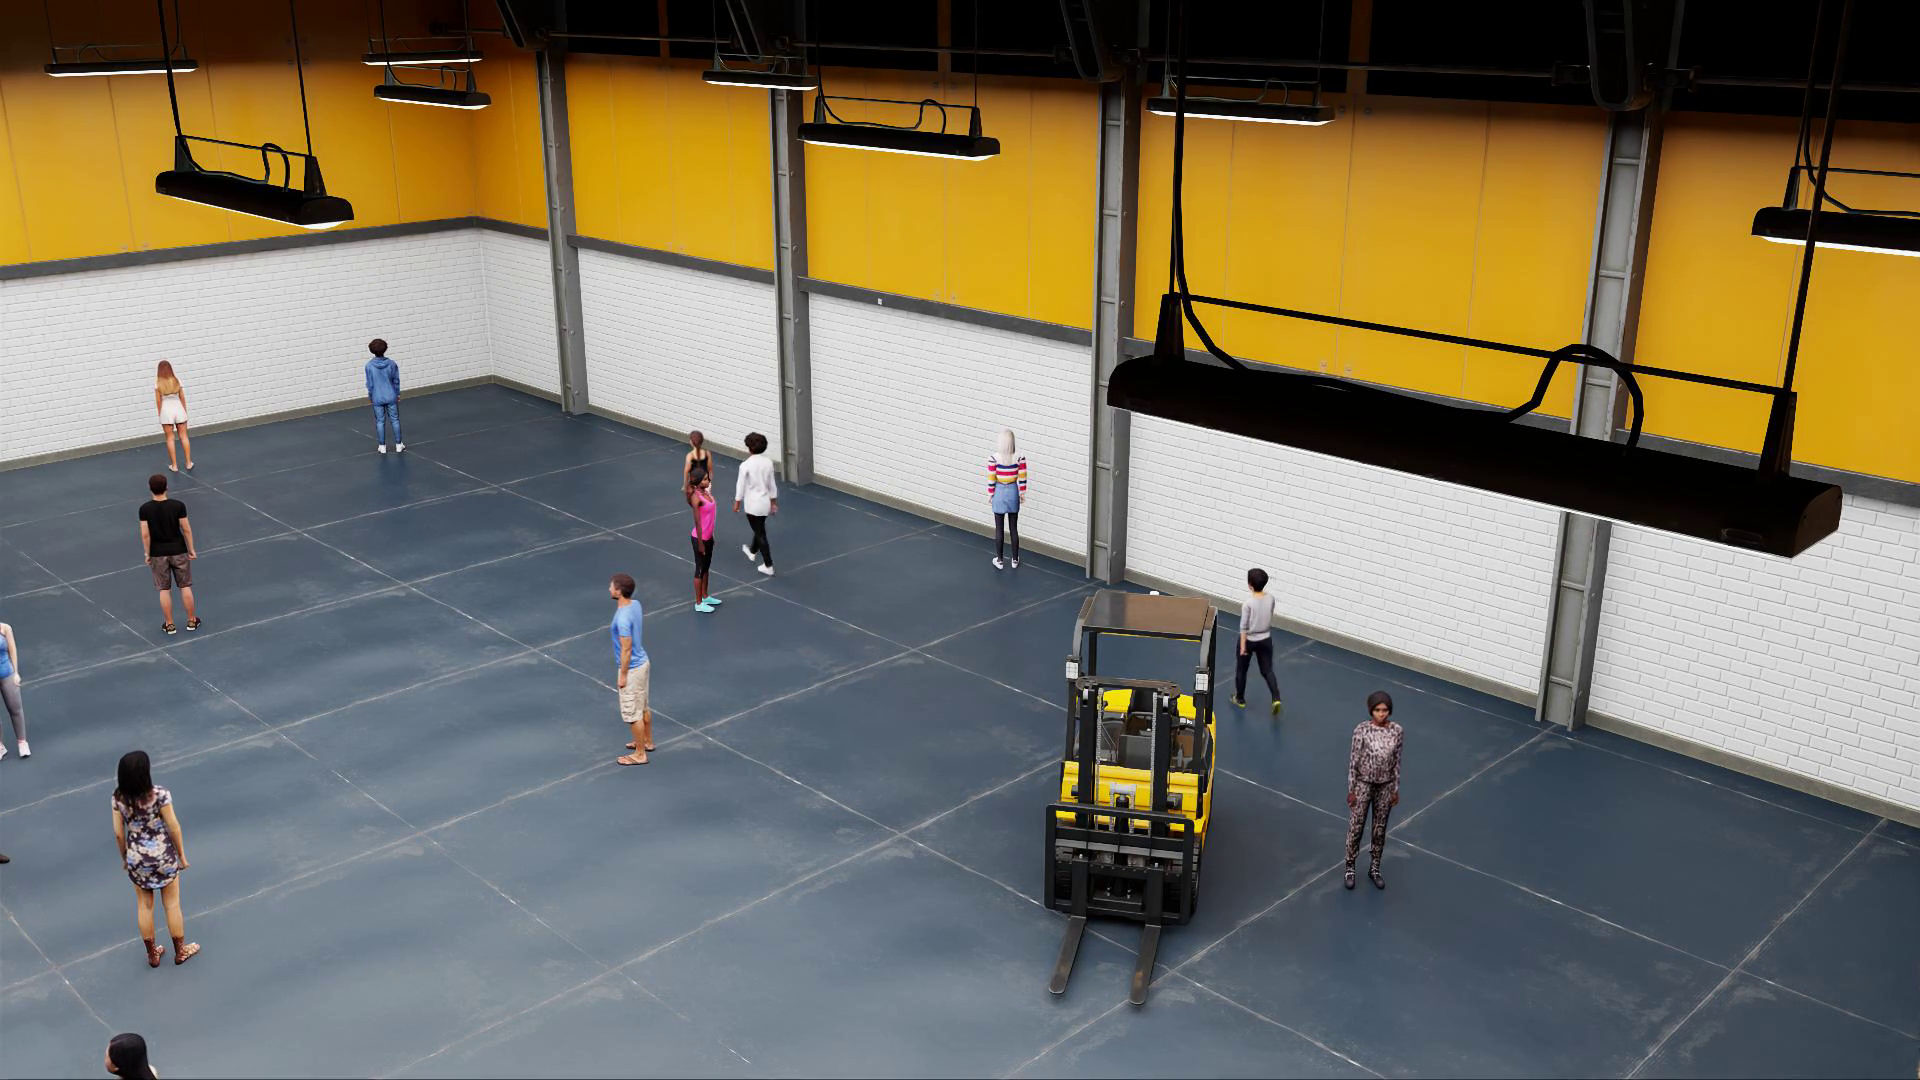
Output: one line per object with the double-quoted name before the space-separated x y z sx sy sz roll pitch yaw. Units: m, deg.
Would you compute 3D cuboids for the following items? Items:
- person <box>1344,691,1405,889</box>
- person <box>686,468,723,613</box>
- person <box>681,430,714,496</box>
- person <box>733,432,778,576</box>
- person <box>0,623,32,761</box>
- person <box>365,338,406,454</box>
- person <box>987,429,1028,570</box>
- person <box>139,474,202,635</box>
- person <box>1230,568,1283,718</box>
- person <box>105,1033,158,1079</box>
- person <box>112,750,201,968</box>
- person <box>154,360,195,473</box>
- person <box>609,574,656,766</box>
"person" 3.365 2.024 13.529 0.672 1.714 0.734 0 19 1
"person" -3.035 -0.020 19.583 0.695 1.723 0.653 4 19 12
"person" -3.363 -0.651 21.735 0.554 1.545 0.784 -16 24 -39
"person" -2.475 -0.422 20.703 0.666 1.771 1.052 -16 24 -39
"person" -9.161 1.309 15.815 0.636 1.610 0.652 -8 20 -24
"person" -9.044 -2.272 26.132 0.757 1.811 0.736 -6 20 -19
"person" 0.583 -0.534 20.977 0.715 1.809 0.733 -3 19 -7
"person" -8.992 0.145 18.877 0.755 1.861 0.690 -9 21 -25
"person" 3.019 1.043 16.725 0.813 1.533 1.043 -7 20 -20
"person" -4.462 3.472 9.137 0.863 1.774 0.792 -3 19 -7
"person" -6.056 2.380 12.444 0.669 1.732 0.705 -2 19 -5
"person" -11.927 -1.894 25.190 0.618 1.697 0.622 -11 22 -30
"person" -3.104 1.202 15.739 0.769 1.862 0.730 2 19 5
